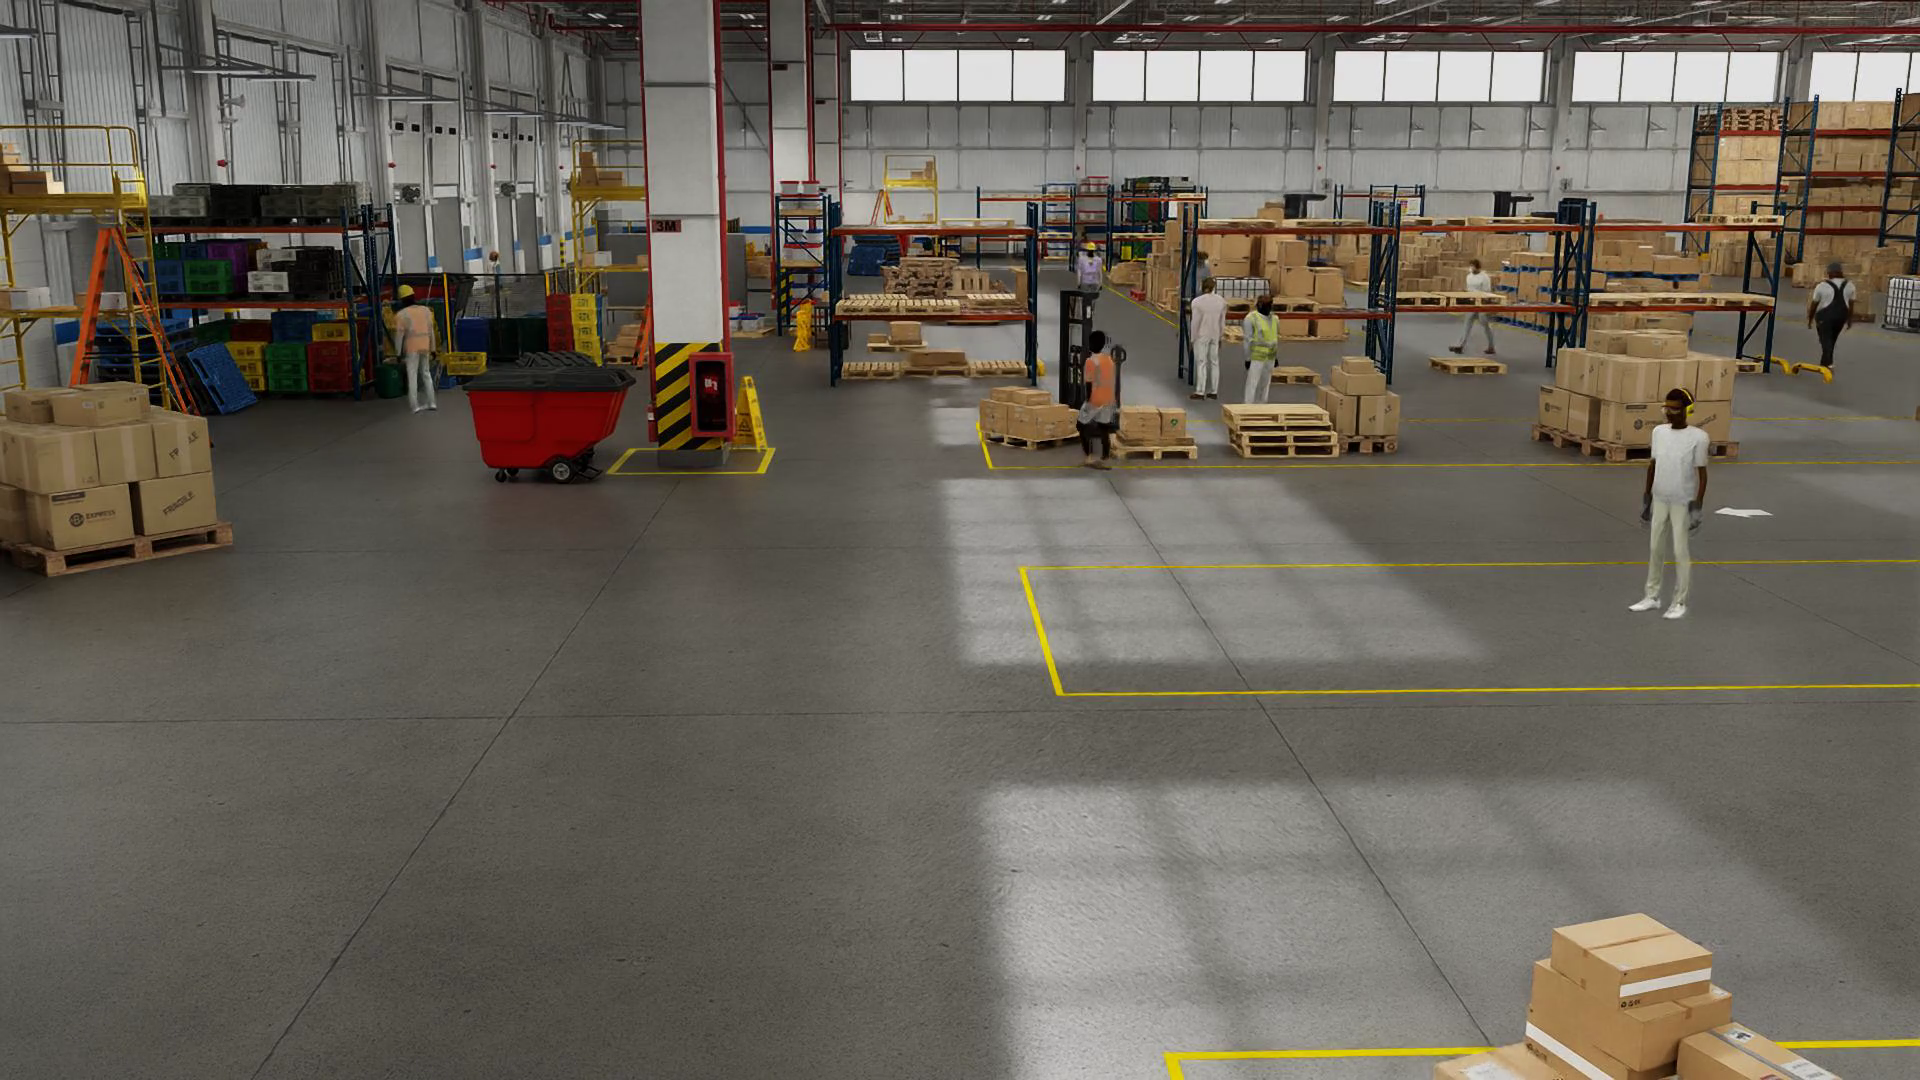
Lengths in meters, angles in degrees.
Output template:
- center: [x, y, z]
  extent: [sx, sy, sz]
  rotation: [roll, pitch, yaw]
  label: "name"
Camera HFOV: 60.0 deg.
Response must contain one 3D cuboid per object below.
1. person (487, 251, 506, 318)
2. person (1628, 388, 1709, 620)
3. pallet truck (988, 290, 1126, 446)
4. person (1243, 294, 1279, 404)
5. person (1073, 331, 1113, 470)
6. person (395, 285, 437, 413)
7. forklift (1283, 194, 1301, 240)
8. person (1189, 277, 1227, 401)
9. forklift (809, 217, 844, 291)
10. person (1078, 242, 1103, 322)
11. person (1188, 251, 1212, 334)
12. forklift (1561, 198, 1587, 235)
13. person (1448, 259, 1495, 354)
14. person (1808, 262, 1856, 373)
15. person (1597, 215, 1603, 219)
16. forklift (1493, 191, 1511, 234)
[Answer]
- center: [-11.425, -6.267, 40.865]
  extent: [0.524, 1.632, 0.323]
  rotation: [12, 17, 43]
  label: "person"
- center: [5.720, -0.294, 13.360]
  extent: [0.309, 1.864, 0.535]
  rotation: [-8, 15, -34]
  label: "person"
- center: [1.257, -2.299, 22.111]
  extent: [1.885, 1.965, 0.823]
  rotation: [-9, 15, -35]
  label: "pallet truck"
- center: [4.342, -2.616, 23.903]
  extent: [0.634, 1.839, 0.429]
  rotation: [-8, 15, -32]
  label: "person"
- center: [1.595, -1.678, 20.013]
  extent: [0.552, 1.676, 0.563]
  rotation: [10, 16, 38]
  label: "person"
- center: [-8.128, -2.845, 24.812]
  extent: [0.441, 1.904, 0.651]
  rotation: [9, 15, 35]
  label: "person"
- center: [10.908, -9.998, 54.864]
  extent: [1.873, 2.768, 1.129]
  rotation: [0, 12, -2]
  label: "forklift"
- center: [3.878, -3.163, 26.145]
  extent: [0.636, 1.939, 0.363]
  rotation: [-6, 14, -25]
  label: "person"
- center: [-4.375, -8.619, 48.637]
  extent: [1.873, 2.768, 1.129]
  rotation: [0, 12, -2]
  label: "forklift"
- center: [3.123, -6.174, 39.798]
  extent: [0.584, 1.913, 0.416]
  rotation: [0, 12, 0]
  label: "person"
- center: [5.012, -5.075, 34.829]
  extent: [0.625, 1.922, 0.525]
  rotation: [-6, 14, -27]
  label: "person"
- center: [17.204, -8.212, 46.797]
  extent: [1.873, 2.768, 1.129]
  rotation: [0, 12, -2]
  label: "forklift"
- center: [10.168, -4.587, 32.714]
  extent: [1.025, 1.886, 0.682]
  rotation: [-6, 14, -24]
  label: "person"
- center: [15.572, -4.003, 29.705]
  extent: [0.688, 2.000, 1.018]
  rotation: [1, 13, 3]
  label: "person"
- center: [25.367, -11.948, 65.979]
  extent: [0.544, 1.883, 1.037]
  rotation: [4, 13, 18]
  label: "person"
- center: [20.418, -11.777, 62.894]
  extent: [1.873, 2.768, 1.129]
  rotation: [0, 12, -2]
  label: "forklift"
